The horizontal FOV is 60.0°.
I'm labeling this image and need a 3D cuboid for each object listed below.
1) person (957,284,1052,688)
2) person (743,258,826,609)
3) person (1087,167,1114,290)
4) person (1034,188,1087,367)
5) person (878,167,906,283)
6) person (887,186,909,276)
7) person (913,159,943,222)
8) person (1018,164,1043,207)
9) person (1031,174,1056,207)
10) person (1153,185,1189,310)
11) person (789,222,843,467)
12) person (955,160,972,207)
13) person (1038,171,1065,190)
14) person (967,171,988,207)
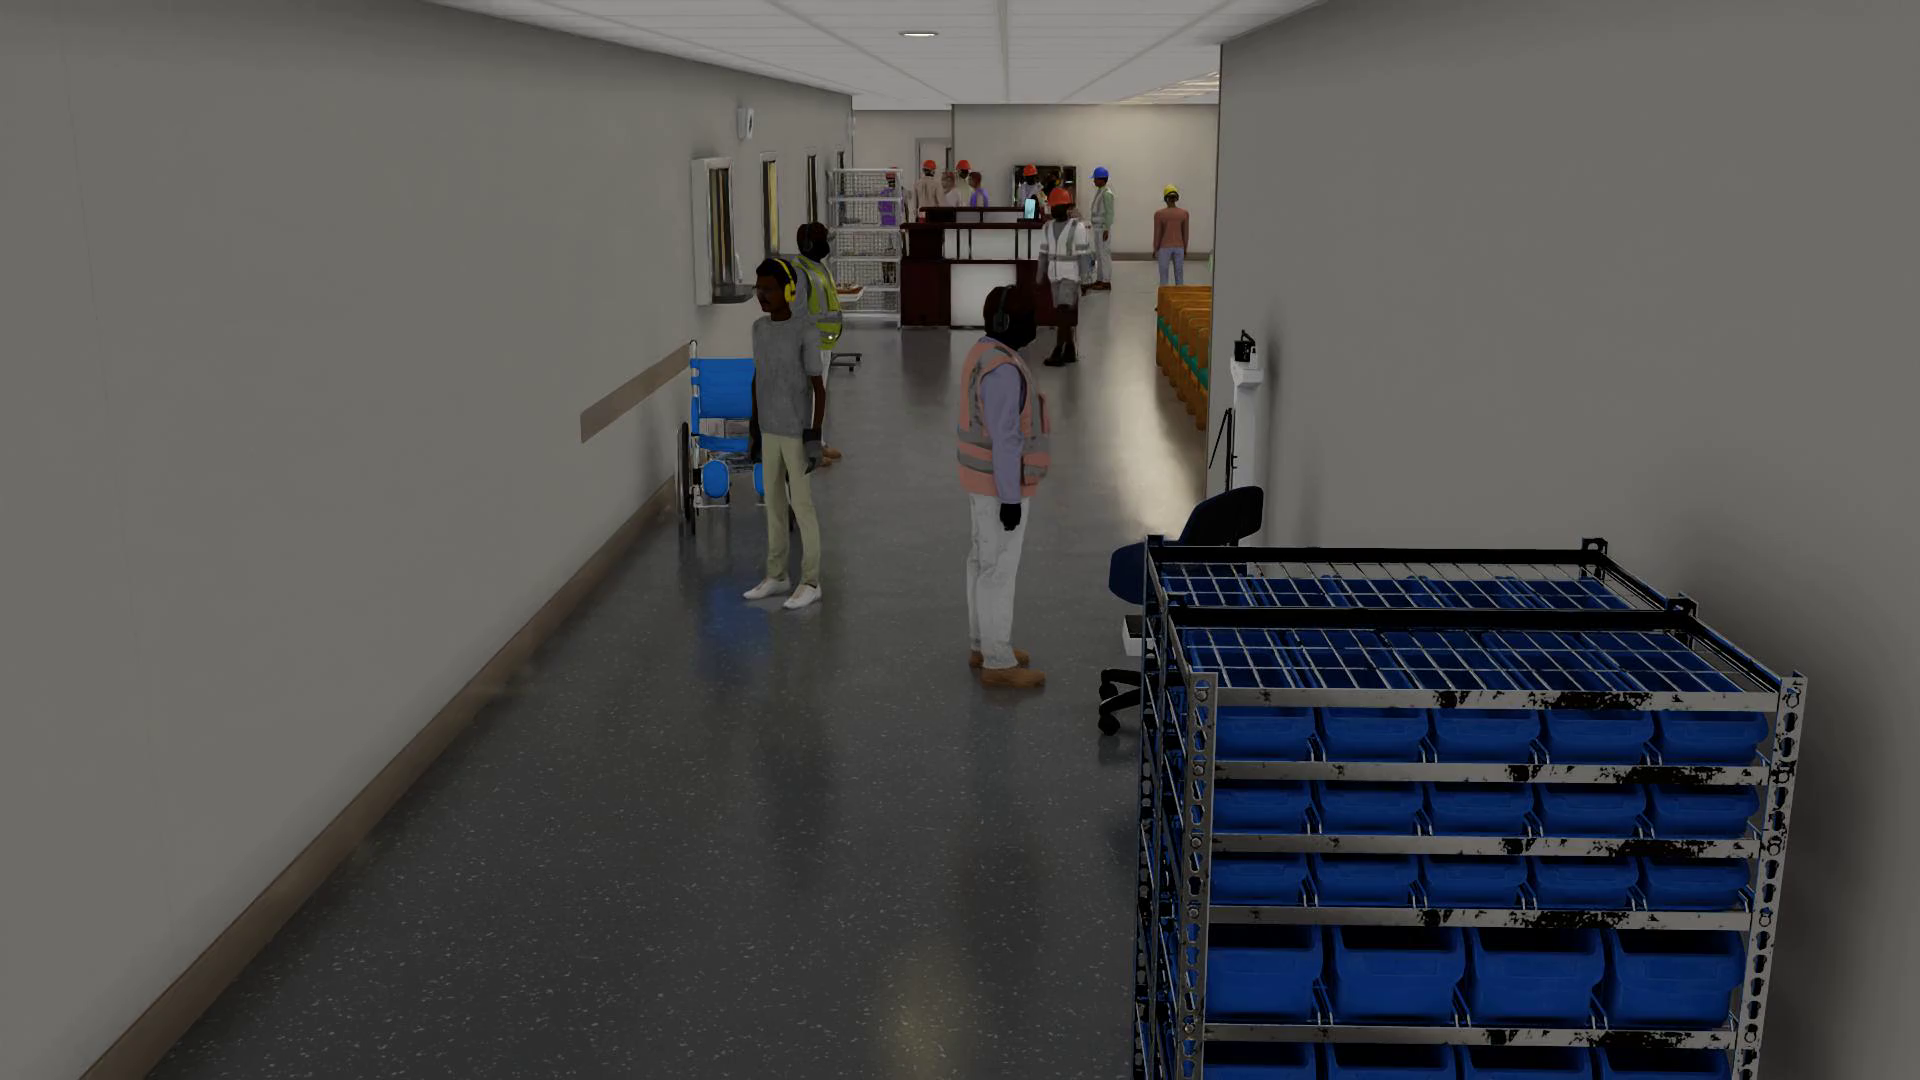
[{"bbox_3d":[0.204,-0.250,7.661,0.430,1.841,0.624,-2,14,-7],"label":"person"},{"bbox_3d":[-0.940,-0.562,8.872,0.533,1.864,0.310,11,18,38],"label":"person"},{"bbox_3d":[2.271,-4.994,26.686,0.395,1.945,0.618,-3,14,-11],"label":"person"},{"bbox_3d":[1.045,-2.831,17.999,0.571,1.900,0.845,12,18,40],"label":"person"},{"bbox_3d":[-1.079,-5.060,26.974,0.543,1.938,0.356,12,19,41],"label":"person"},{"bbox_3d":[-1.141,-5.583,29.306,0.509,1.838,0.343,-4,14,-16],"label":"person"},{"bbox_3d":[-0.558,-5.931,30.391,0.609,1.996,0.383,7,16,27],"label":"person"},{"bbox_3d":[1.253,-5.723,29.693,0.550,1.928,0.390,9,17,33],"label":"person"},{"bbox_3d":[1.425,-4.986,26.899,0.631,1.835,0.429,-7,16,-28],"label":"person"},{"bbox_3d":[2.971,-4.112,23.500,0.522,1.762,0.320,-3,14,-11],"label":"person"},{"bbox_3d":[-1.108,-1.496,12.709,0.429,1.845,0.621,3,14,11],"label":"person"},{"bbox_3d":[0.043,-6.137,31.264,0.418,1.983,0.622,11,17,37],"label":"person"},{"bbox_3d":[1.571,-5.481,28.908,0.638,1.837,0.513,3,14,11],"label":"person"},{"bbox_3d":[0.322,-5.377,28.497,0.404,1.836,0.562,-1,14,-5],"label":"person"}]
